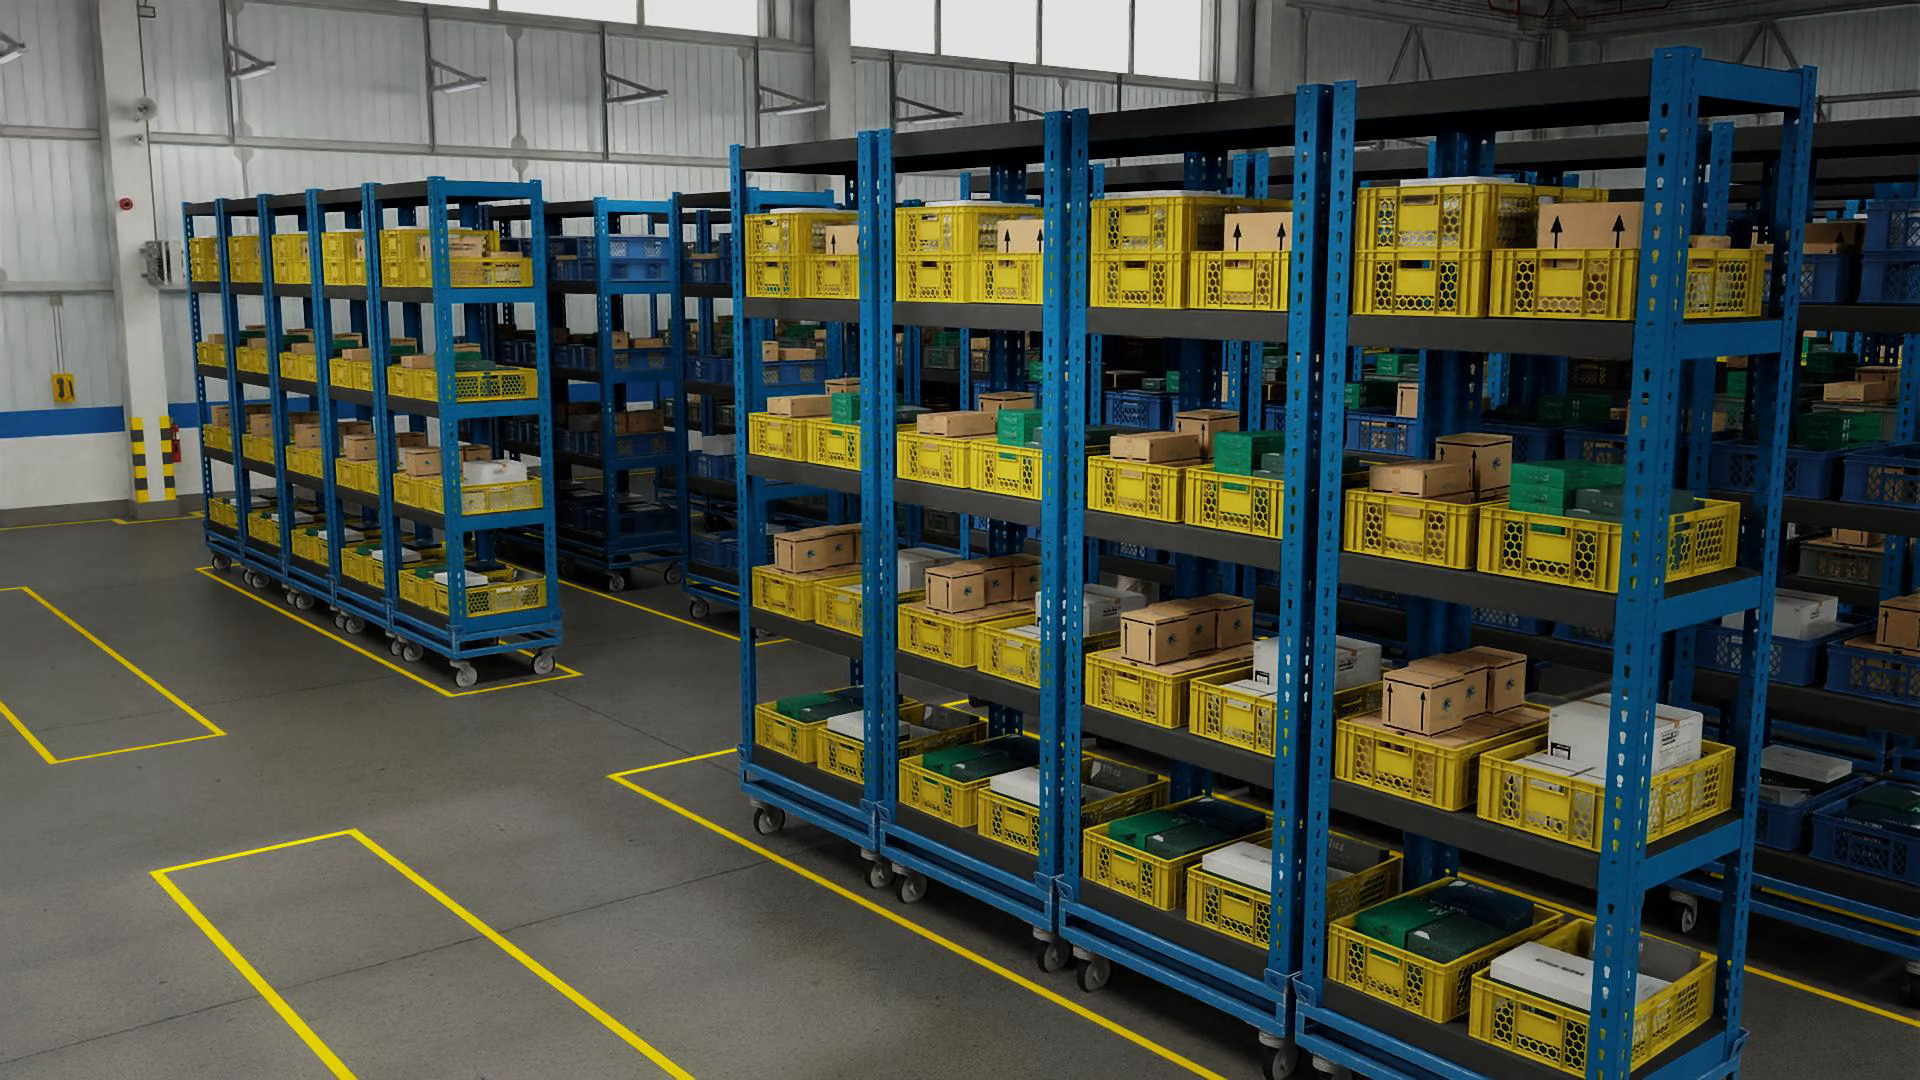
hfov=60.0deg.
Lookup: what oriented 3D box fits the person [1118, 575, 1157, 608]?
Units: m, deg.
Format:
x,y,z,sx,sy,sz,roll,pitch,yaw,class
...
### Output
x,y,z,sx,sy,sz,roll,pitch,yaw,class
1.436,-0.110,12.909,0.390,1.991,0.624,9,13,42,person
